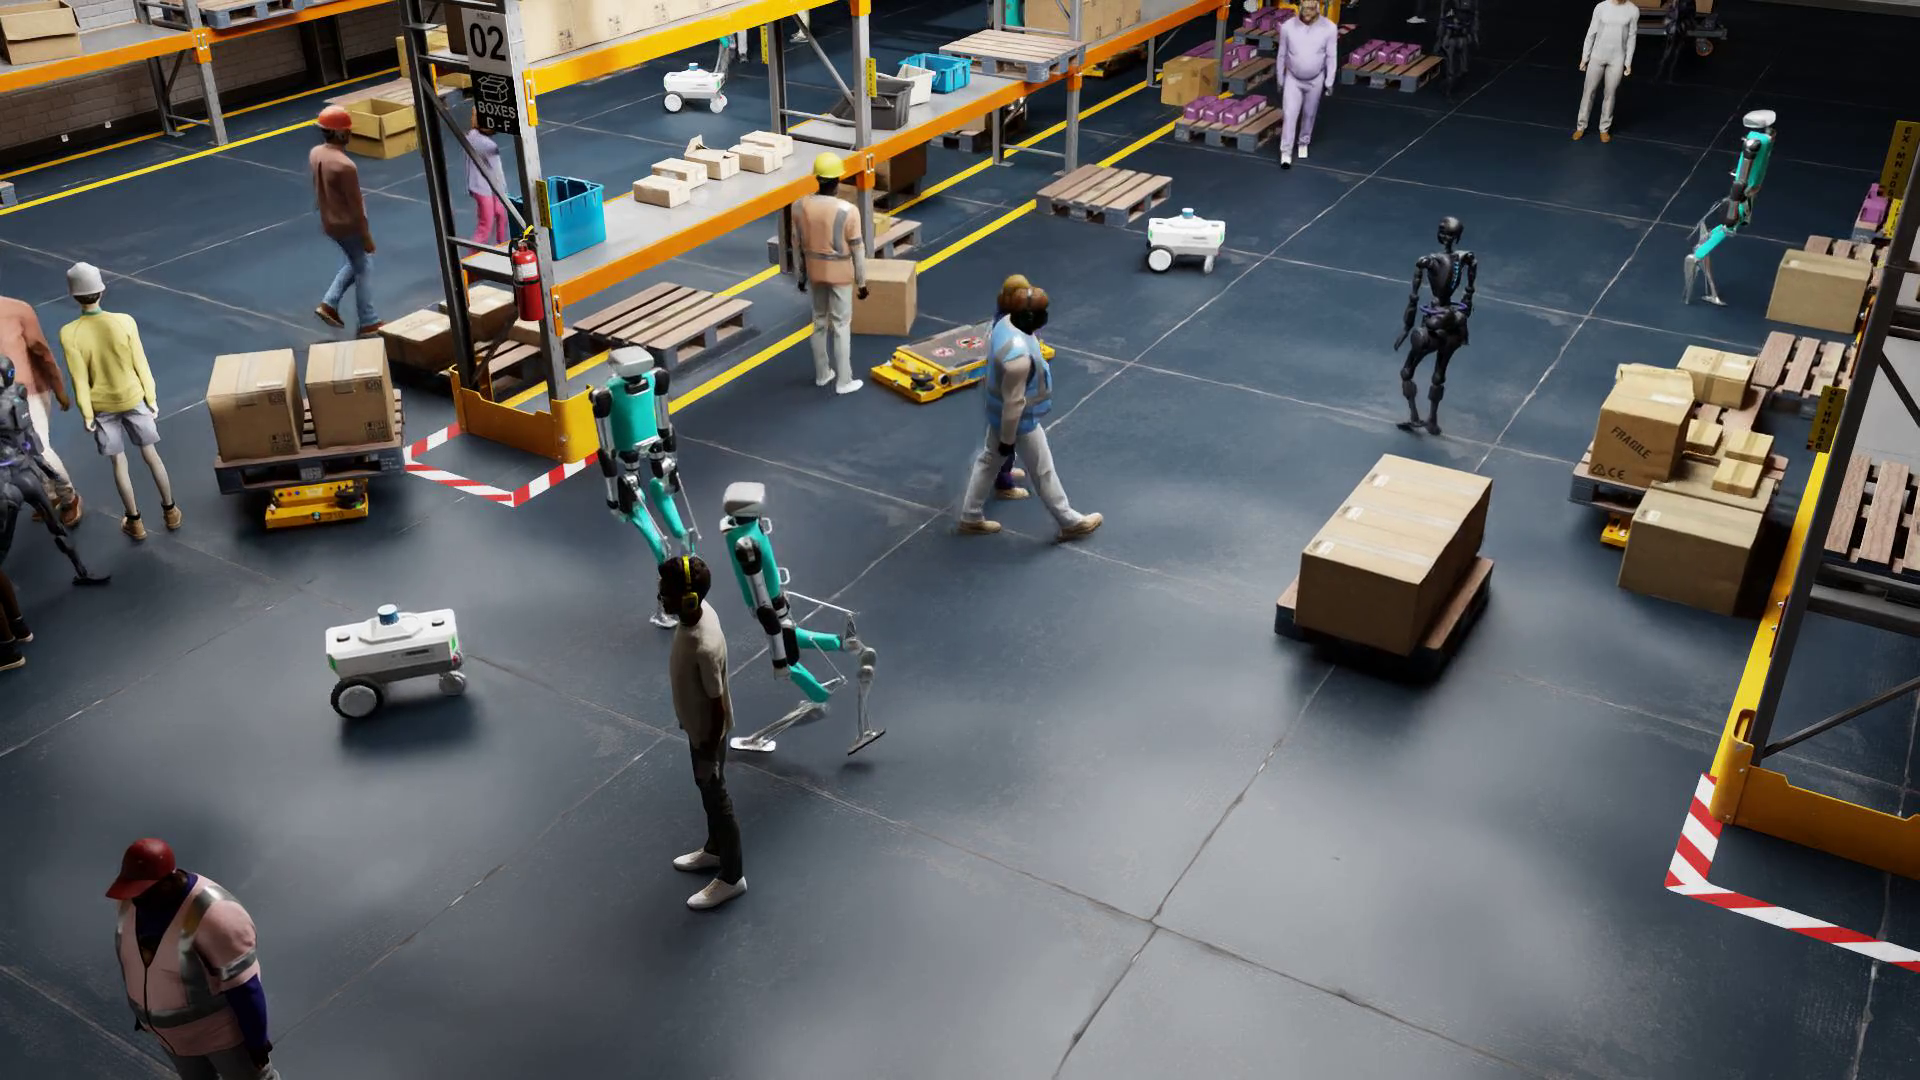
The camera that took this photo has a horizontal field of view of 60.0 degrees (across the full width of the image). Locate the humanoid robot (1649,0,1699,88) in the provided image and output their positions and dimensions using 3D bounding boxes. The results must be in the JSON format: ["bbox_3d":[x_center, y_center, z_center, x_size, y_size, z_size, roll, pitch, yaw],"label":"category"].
[{"bbox_3d":[9.224,-6.656,21.294,0.342,1.666,0.610,26,38,38],"label":"humanoid robot"}]

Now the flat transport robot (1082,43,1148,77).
[{"bbox_3d":[1.972,-6.532,22.496,0.659,0.231,1.431,17,33,27],"label":"flat transport robot"}]

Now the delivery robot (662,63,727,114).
[{"bbox_3d":[-3.279,-5.568,20.496,0.782,0.589,0.499,2,30,4],"label":"delivery robot"}]

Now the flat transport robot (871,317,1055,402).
[{"bbox_3d":[0.032,-1.487,13.572,1.431,0.231,0.659,-23,37,-34],"label":"flat transport robot"}]

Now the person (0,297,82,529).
[{"bbox_3d":[-6.242,-0.968,10.947,0.626,1.959,0.567,-2,30,-3],"label":"person"}]

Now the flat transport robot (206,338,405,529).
[{"bbox_3d":[-4.566,-0.520,11.861,0.659,0.231,1.431,-8,30,-14],"label":"flat transport robot"}]

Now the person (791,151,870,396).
[{"bbox_3d":[-0.998,-2.069,12.931,0.594,1.926,0.388,13,32,21],"label":"person"}]

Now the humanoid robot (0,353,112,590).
[{"bbox_3d":[-5.855,-0.404,10.279,0.801,1.621,0.612,1,29,1],"label":"humanoid robot"}]

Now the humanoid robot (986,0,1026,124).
[{"bbox_3d":[0.608,-5.923,19.933,0.546,1.756,0.884,4,30,7],"label":"humanoid robot"}]

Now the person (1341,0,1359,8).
[{"bbox_3d":[6.017,-9.092,25.514,0.333,1.749,0.573,-22,36,-34],"label":"person"}]

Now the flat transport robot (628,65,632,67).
[{"bbox_3d":[-5.021,-6.334,22.146,0.659,0.231,1.431,21,36,32],"label":"flat transport robot"}]

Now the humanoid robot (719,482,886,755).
[{"bbox_3d":[-0.734,0.460,8.684,1.014,1.723,0.534,-6,30,-10],"label":"humanoid robot"}]

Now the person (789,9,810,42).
[{"bbox_3d":[-2.295,-7.953,23.502,0.327,1.750,0.568,1,29,2],"label":"person"}]

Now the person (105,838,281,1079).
[{"bbox_3d":[-2.853,1.805,6.255,0.598,1.746,0.418,10,31,17],"label":"person"}]

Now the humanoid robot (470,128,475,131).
[{"bbox_3d":[-5.648,-5.737,19.609,0.547,1.781,0.878,13,32,22],"label":"humanoid robot"}]

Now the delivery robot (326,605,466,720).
[{"bbox_3d":[-3.221,0.644,9.502,0.765,0.586,0.499,-9,31,-16],"label":"delivery robot"}]

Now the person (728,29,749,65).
[{"bbox_3d":[-3.072,-7.371,22.329,0.515,1.899,0.999,-4,30,-7],"label":"person"}]

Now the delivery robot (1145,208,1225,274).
[{"bbox_3d":[2.087,-2.809,15.639,0.784,0.613,0.501,4,30,6],"label":"delivery robot"}]

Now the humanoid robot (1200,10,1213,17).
[{"bbox_3d":[3.518,-8.604,24.739,0.999,1.761,0.551,-21,36,-33],"label":"humanoid robot"}]

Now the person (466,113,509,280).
[{"bbox_3d":[-4.283,-3.179,15.201,0.681,1.595,0.517,-17,34,-27],"label":"person"}]

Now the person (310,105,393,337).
[{"bbox_3d":[-5.130,-2.617,13.843,0.529,1.972,0.648,-26,38,-38],"label":"person"}]

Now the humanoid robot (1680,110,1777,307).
[{"bbox_3d":[6.647,-2.870,14.620,0.675,1.879,0.543,22,36,34],"label":"humanoid robot"}]

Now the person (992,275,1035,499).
[{"bbox_3d":[0.375,-1.068,11.465,0.348,1.617,0.487,-1,29,-1],"label":"person"}]

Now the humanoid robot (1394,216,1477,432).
[{"bbox_3d":[3.539,-1.584,12.314,0.598,1.650,0.330,-10,31,-18],"label":"humanoid robot"}]

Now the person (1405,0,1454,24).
[{"bbox_3d":[7.058,-8.528,24.461,0.786,1.805,0.577,4,30,7],"label":"person"}]

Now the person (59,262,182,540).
[{"bbox_3d":[-5.508,-0.896,10.881,0.486,1.889,0.391,-20,35,-32],"label":"person"}]

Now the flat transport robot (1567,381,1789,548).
[{"bbox_3d":[4.903,-0.265,11.410,0.659,0.231,1.431,17,34,27],"label":"flat transport robot"}]

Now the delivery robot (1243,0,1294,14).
[{"bbox_3d":[4.726,-8.294,25.317,0.790,0.589,0.499,12,32,21],"label":"delivery robot"}]

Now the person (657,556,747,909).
[{"bbox_3d":[-1.215,0.891,7.738,0.328,1.873,0.517,-9,31,-16],"label":"person"}]

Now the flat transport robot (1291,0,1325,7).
[{"bbox_3d":[5.150,-8.597,26.150,1.431,0.231,0.659,23,37,34],"label":"flat transport robot"}]

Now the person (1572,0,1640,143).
[{"bbox_3d":[7.425,-5.532,19.078,0.562,1.896,0.352,9,31,16],"label":"person"}]

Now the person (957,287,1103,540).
[{"bbox_3d":[0.437,-0.810,10.830,0.979,1.786,0.626,-5,30,-8],"label":"person"}]

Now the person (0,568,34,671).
[{"bbox_3d":[-5.755,-0.144,9.489,0.365,1.954,0.603,-9,31,-15],"label":"person"}]

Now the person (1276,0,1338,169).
[{"bbox_3d":[3.776,-5.023,18.216,0.641,1.856,0.986,4,30,8],"label":"person"}]

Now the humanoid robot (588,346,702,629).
[{"bbox_3d":[-1.772,-0.256,9.879,0.660,1.776,0.535,24,38,36],"label":"humanoid robot"}]

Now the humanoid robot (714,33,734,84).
[{"bbox_3d":[-3.155,-6.746,21.427,0.531,1.818,0.747,24,37,36],"label":"humanoid robot"}]

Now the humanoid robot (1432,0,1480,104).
[{"bbox_3d":[6.121,-6.254,20.572,0.612,1.640,0.422,-8,30,-13],"label":"humanoid robot"}]
